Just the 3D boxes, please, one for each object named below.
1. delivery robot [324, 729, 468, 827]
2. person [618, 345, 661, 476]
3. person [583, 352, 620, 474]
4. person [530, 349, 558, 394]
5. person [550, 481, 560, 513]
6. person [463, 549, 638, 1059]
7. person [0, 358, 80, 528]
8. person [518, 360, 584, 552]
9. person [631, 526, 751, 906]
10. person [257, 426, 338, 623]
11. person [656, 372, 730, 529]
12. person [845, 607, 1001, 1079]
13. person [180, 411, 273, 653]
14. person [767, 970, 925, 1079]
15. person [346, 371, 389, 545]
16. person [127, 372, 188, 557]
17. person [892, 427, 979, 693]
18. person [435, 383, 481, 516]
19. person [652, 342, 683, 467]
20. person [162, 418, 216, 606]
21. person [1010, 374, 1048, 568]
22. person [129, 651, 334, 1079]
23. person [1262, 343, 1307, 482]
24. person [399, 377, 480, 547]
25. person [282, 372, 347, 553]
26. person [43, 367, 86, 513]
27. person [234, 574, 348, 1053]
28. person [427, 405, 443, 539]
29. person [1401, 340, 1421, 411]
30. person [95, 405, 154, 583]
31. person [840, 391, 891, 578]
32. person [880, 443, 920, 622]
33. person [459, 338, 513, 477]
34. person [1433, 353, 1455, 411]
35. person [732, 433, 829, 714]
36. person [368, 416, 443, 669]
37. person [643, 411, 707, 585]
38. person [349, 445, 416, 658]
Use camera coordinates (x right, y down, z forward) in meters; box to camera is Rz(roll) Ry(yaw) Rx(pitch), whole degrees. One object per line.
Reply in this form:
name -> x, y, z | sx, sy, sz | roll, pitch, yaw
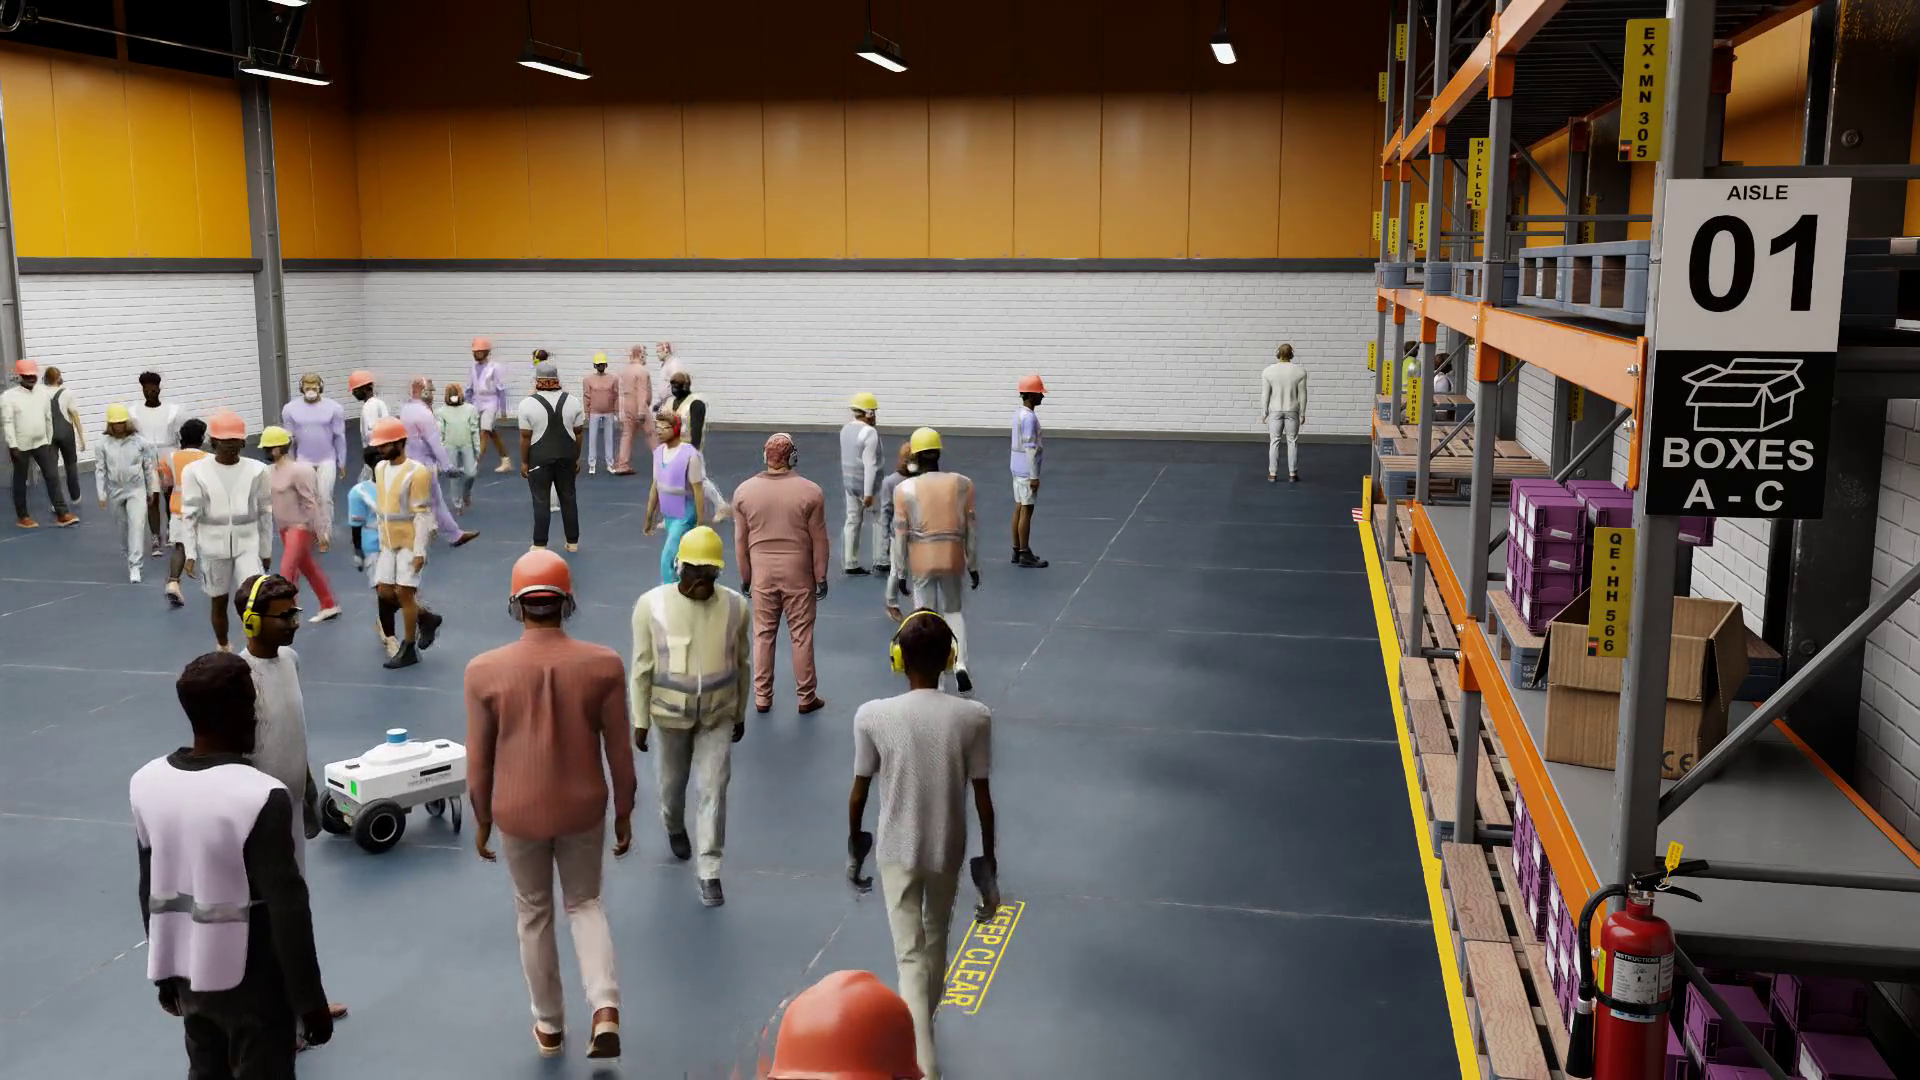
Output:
delivery robot -> -2.990, 1.250, 8.868 | 0.477, 0.478, 0.707 | 9, 13, 42
person -> -4.537, -1.866, 23.978 | 0.961, 1.858, 0.665 | -8, 12, -38
person -> -5.186, -1.837, 24.105 | 0.526, 1.768, 0.330 | -4, 10, -21
person -> -5.936, -1.835, 23.949 | 0.981, 1.823, 0.528 | 8, 12, 40
person -> -5.021, -1.159, 20.476 | 0.533, 1.617, 0.647 | 1, 9, 5
person -> -1.525, 1.026, 6.264 | 0.611, 1.972, 0.629 | -3, 10, -20
person -> -10.567, -1.087, 19.003 | 0.923, 1.954, 0.634 | 5, 11, 29
person -> -4.316, -0.870, 17.454 | 0.680, 2.000, 0.537 | -6, 11, -31
person -> -1.313, 0.802, 8.123 | 0.594, 1.802, 0.822 | -3, 10, -16
person -> -5.561, -0.098, 13.793 | 0.547, 1.706, 0.923 | 7, 12, 36
person -> -3.109, -1.043, 19.214 | 0.633, 1.815, 0.887 | 9, 13, 43
person -> -0.142, 1.146, 6.030 | 0.499, 1.812, 1.042 | -2, 10, -12
person -> -5.256, 0.066, 11.989 | 0.630, 1.983, 1.066 | -5, 11, -29
person -> -0.161, 1.655, 2.746 | 0.583, 1.873, 0.769 | 9, 13, 43
person -> -6.343, -0.875, 17.931 | 0.673, 1.887, 0.572 | -1, 9, -4
person -> -8.468, -0.826, 17.584 | 0.619, 1.918, 0.988 | -4, 10, -22
person -> -0.169, 0.169, 11.603 | 0.619, 1.904, 0.488 | -2, 10, -15
person -> -6.045, -1.090, 20.056 | 0.523, 1.614, 0.349 | -4, 10, -21
person -> -4.404, -2.033, 24.972 | 0.766, 1.872, 0.662 | -3, 10, -16
person -> -6.873, -0.253, 14.876 | 0.530, 1.664, 0.811 | -1, 9, -6
person -> 0.694, -0.695, 16.710 | 0.369, 1.939, 0.542 | -2, 10, -10
person -> -2.154, 1.283, 4.915 | 0.636, 1.919, 0.392 | 4, 10, 25
person -> 4.514, -1.768, 23.174 | 0.628, 1.940, 0.373 | 2, 10, 12
person -> -5.622, -0.782, 17.514 | 1.041, 1.845, 0.653 | -5, 11, -29
person -> -6.784, -0.817, 17.526 | 0.628, 1.915, 0.473 | -3, 10, -16
person -> -11.103, -1.244, 20.527 | 0.542, 1.784, 0.994 | -3, 10, -17
person -> -2.661, 1.048, 6.451 | 0.313, 1.860, 0.508 | 1, 10, 9
person -> -6.042, -0.847, 18.653 | 0.491, 1.596, 0.859 | -4, 10, -23
person -> 7.057, -2.217, 26.169 | 0.429, 1.841, 0.635 | -6, 11, -33
person -> -8.084, -0.477, 16.124 | 0.488, 1.696, 0.907 | -4, 10, -21
person -> -0.863, -0.541, 16.157 | 0.686, 1.806, 0.599 | -8, 12, -40
person -> -0.418, -0.036, 13.800 | 0.517, 1.577, 0.914 | -3, 10, -15
person -> -6.854, -1.906, 23.875 | 0.627, 1.983, 1.066 | 6, 11, 32
person -> 6.483, -1.604, 22.476 | 0.430, 1.845, 0.619 | -1, 9, -4
person -> -1.192, 0.229, 11.237 | 0.643, 1.909, 0.409 | 1, 9, 6
person -> -4.169, 0.010, 12.538 | 0.557, 1.912, 0.568 | 6, 11, 30
person -> -2.441, -0.164, 13.873 | 0.777, 1.815, 0.602 | -8, 12, -40
person -> -4.441, 0.069, 12.872 | 0.658, 1.676, 0.551 | 9, 13, 43
